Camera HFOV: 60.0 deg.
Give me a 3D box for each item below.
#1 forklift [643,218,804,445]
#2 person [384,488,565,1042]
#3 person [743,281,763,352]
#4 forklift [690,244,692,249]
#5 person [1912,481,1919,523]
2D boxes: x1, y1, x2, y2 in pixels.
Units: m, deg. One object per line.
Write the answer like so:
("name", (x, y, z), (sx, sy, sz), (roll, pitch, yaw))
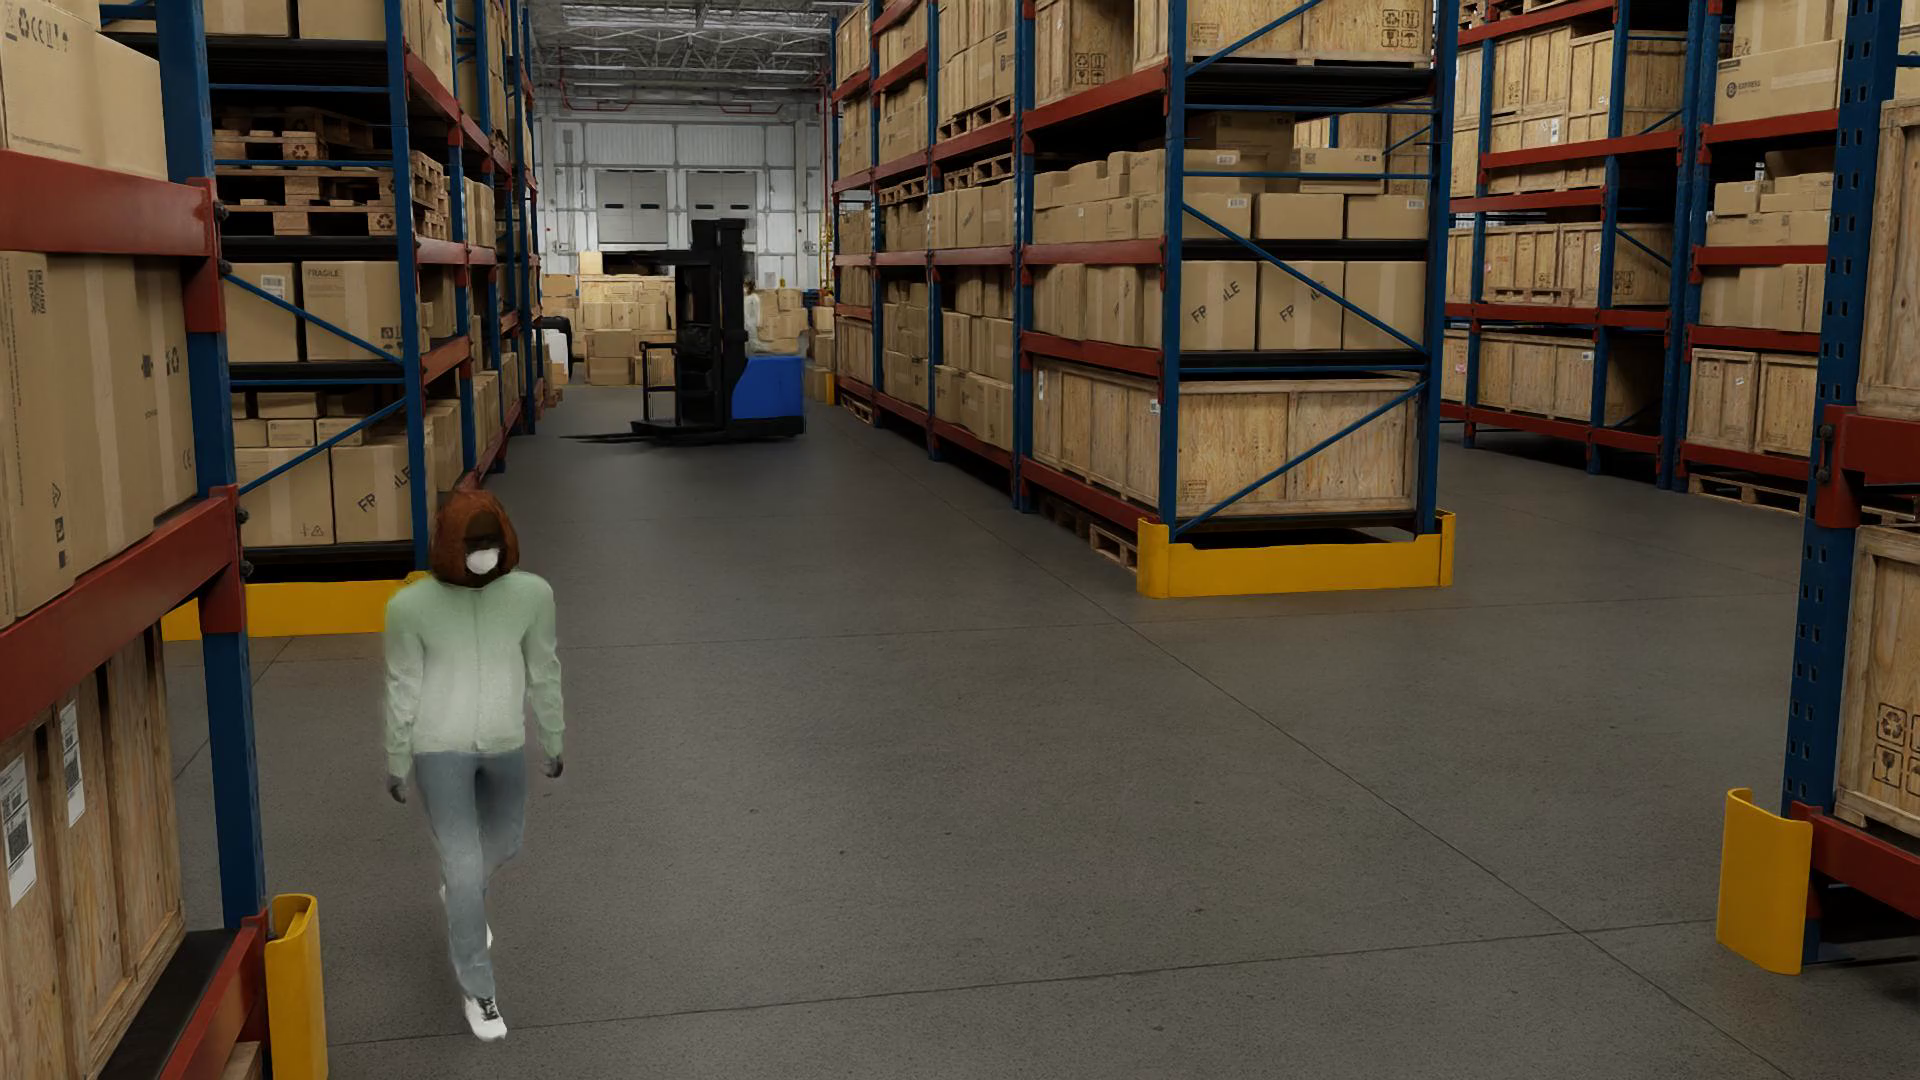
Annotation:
("forklift", (-3.043, -2.681, 21.166), (1.873, 2.768, 1.129), (-6, 11, -33))
("person", (-1.484, 0.608, 5.019), (0.518, 1.598, 0.747), (-6, 11, -34))
("person", (-4.666, -4.839, 37.225), (0.499, 1.923, 0.633), (-5, 10, -27))
("forklift", (-6.844, -6.465, 44.229), (1.873, 2.768, 1.129), (0, 9, 3))
("person", (4.436, 0.100, 7.318), (1.014, 1.852, 0.670), (-5, 11, -29))
